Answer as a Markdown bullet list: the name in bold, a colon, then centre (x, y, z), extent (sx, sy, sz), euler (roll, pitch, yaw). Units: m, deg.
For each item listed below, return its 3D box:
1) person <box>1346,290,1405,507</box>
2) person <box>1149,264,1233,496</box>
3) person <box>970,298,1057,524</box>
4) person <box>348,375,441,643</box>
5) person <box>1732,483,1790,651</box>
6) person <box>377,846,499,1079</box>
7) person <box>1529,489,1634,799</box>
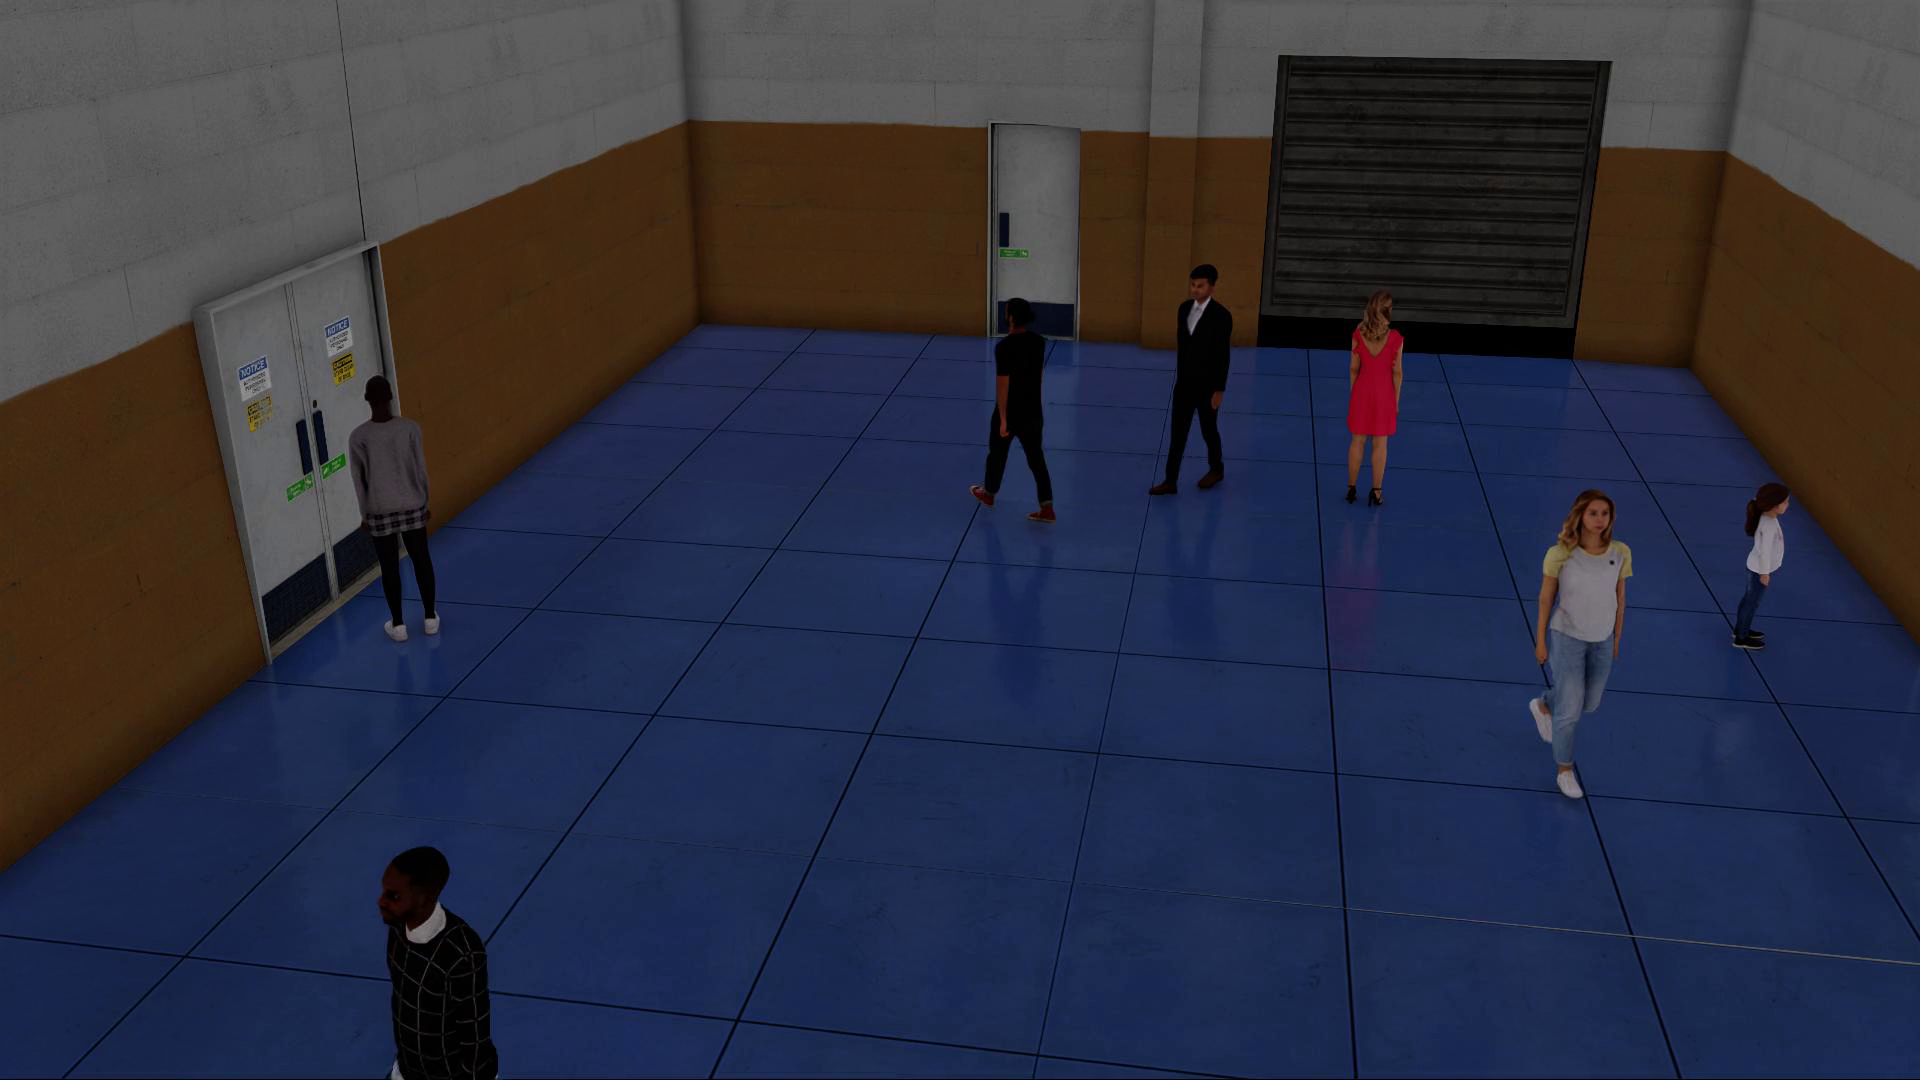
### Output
- **person**: centre (3.225, -1.110, 12.996), extent (0.577, 1.729, 0.697), euler (12, 25, 27)
- **person**: centre (1.972, -1.271, 13.235), extent (1.131, 1.850, 1.106), euler (-18, 28, -37)
- **person**: centre (0.499, -0.929, 12.564), extent (1.135, 1.714, 1.222), euler (-16, 27, -35)
- **person**: centre (-3.628, -0.206, 10.690), extent (0.669, 1.771, 0.756), euler (-11, 24, -26)
- **person**: centre (5.140, 0.152, 10.686), extent (0.525, 1.110, 0.484), euler (10, 24, 23)
- **person**: centre (-1.676, 1.786, 5.680), extent (0.915, 1.810, 0.964), euler (20, 29, 40)
- **person**: centre (3.301, 0.516, 8.959), extent (0.932, 1.707, 0.839), euler (-2, 22, -5)
